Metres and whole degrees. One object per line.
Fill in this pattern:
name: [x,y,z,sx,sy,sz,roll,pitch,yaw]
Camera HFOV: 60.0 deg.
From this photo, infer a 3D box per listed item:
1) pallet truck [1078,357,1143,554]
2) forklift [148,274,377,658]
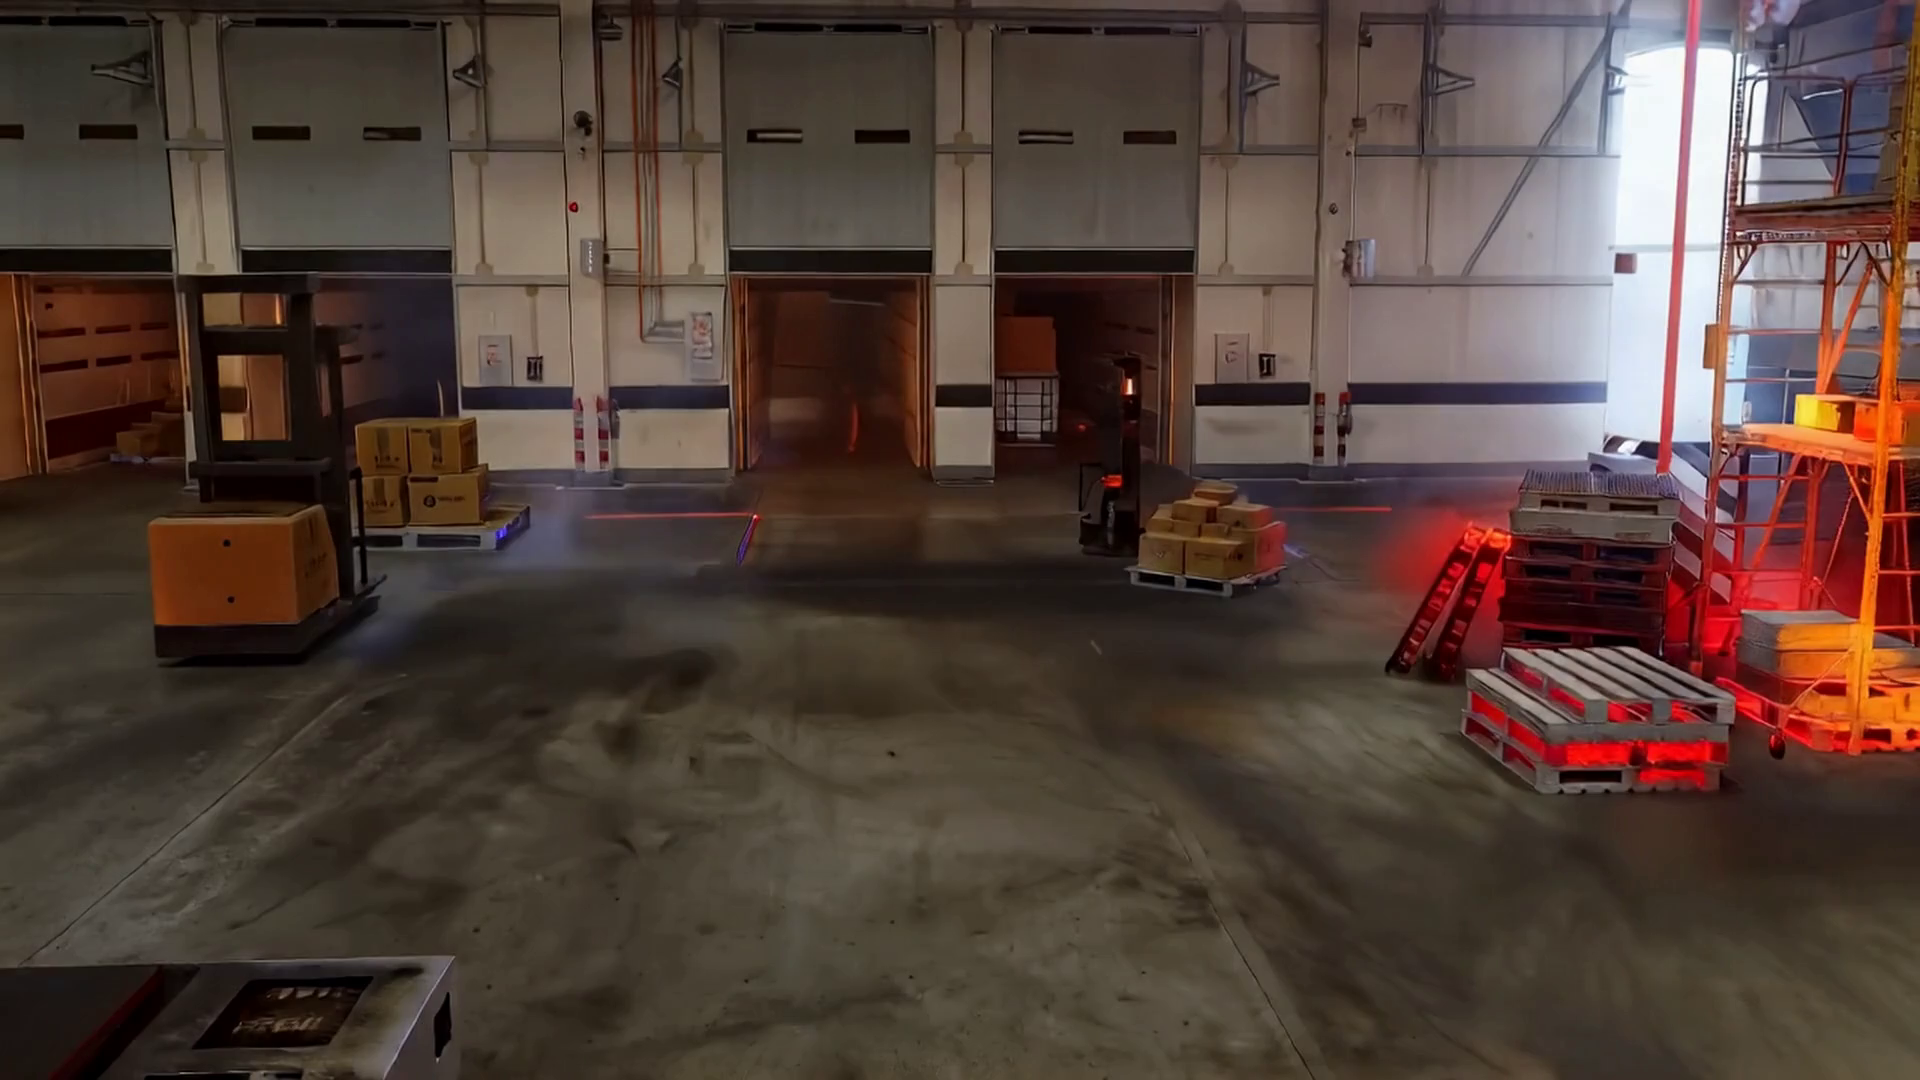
pallet truck: [2.088,-0.836,16.757,1.885,1.965,0.823,2,9,13]
forklift: [-5.348,-0.627,12.681,1.129,2.768,1.873,-1,9,-4]
